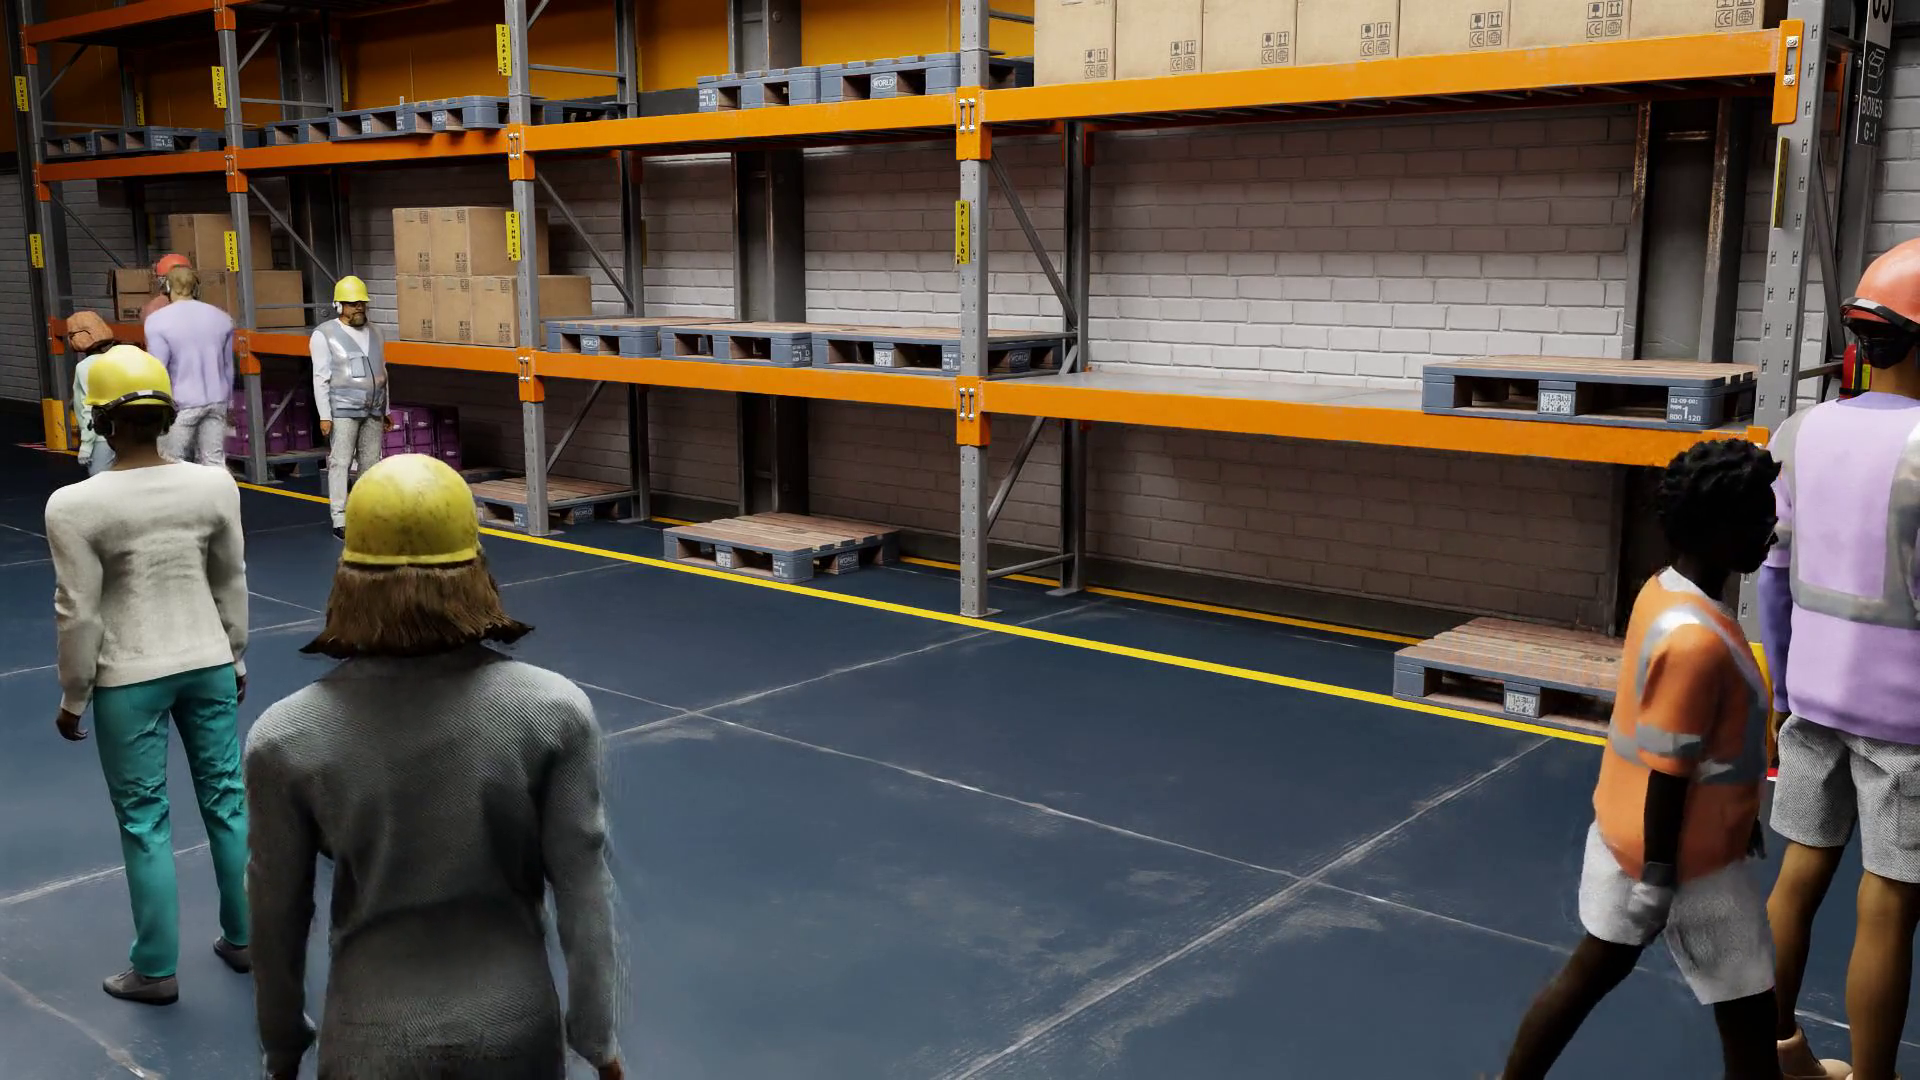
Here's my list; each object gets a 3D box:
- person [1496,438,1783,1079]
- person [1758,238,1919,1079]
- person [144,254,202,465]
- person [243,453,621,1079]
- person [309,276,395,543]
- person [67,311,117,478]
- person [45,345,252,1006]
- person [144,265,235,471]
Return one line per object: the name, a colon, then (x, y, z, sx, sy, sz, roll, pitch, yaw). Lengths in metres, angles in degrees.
person: (1.510, 0.610, 3.419, 0.842, 1.653, 0.538, 2, 10, 14)
person: (2.044, 0.365, 3.697, 0.376, 2.045, 0.605, -3, 10, -17)
person: (-5.992, -1.228, 12.960, 0.621, 1.976, 0.629, 1, 10, 8)
person: (-0.806, 0.719, 2.564, 0.512, 1.716, 0.684, -4, 11, -20)
person: (-4.185, -0.908, 11.542, 0.403, 1.830, 0.599, 6, 12, 32)
person: (-5.384, -0.609, 10.411, 0.289, 1.633, 0.498, -2, 10, -10)
person: (-2.166, 0.365, 4.484, 0.316, 1.769, 0.524, 7, 12, 36)
person: (-5.172, -0.895, 11.236, 0.418, 1.908, 0.675, 7, 12, 34)
